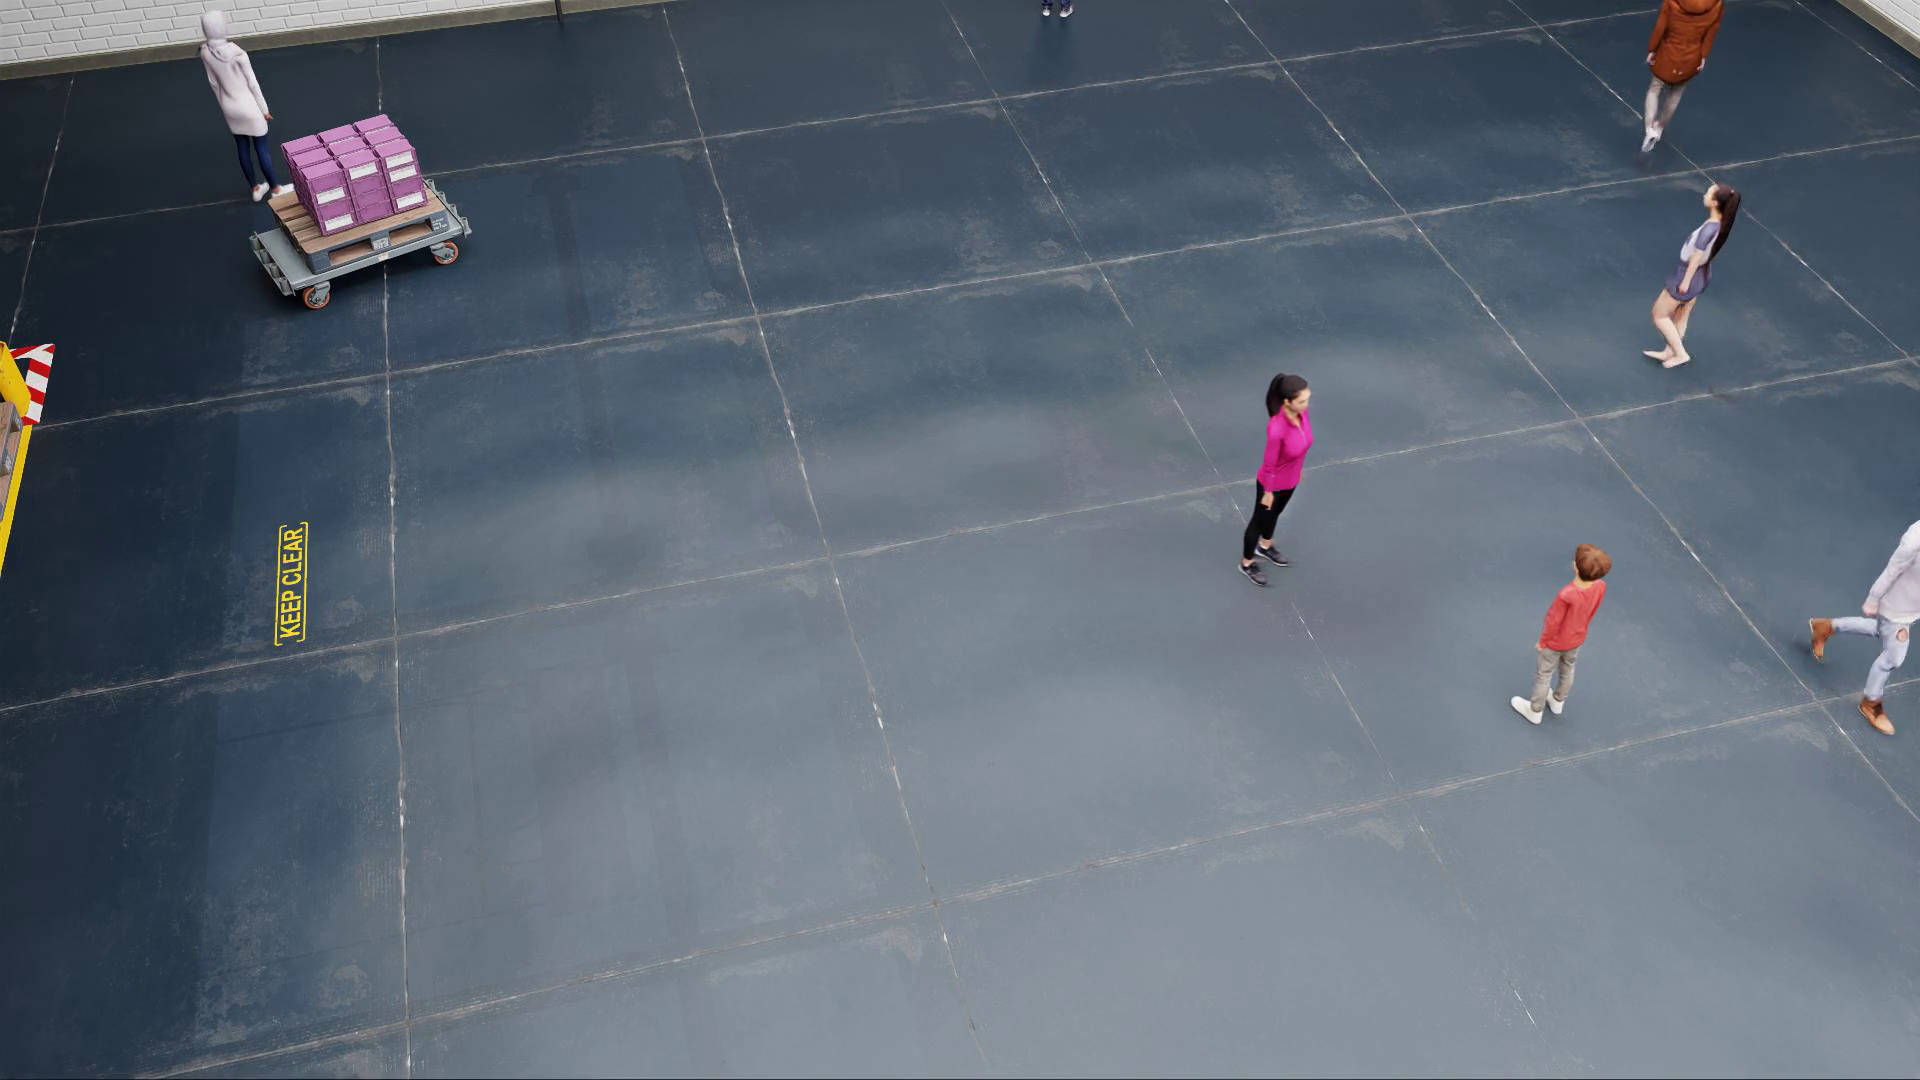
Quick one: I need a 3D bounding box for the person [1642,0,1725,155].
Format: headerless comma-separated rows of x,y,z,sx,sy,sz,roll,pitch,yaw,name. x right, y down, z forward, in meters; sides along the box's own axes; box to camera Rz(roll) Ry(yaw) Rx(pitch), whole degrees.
6.591,-4.404,15.259,1.000,1.820,1.140,11,45,11,person

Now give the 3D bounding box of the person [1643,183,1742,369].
5.728,-1.991,12.856,0.767,1.641,0.731,33,53,30,person

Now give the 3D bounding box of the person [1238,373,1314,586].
2.129,-0.428,11.174,0.722,1.698,0.679,29,51,27,person

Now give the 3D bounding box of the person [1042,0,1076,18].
1.027,-6.264,17.399,0.633,1.561,0.669,13,45,13,person

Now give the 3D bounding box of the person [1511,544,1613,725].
3.756,0.585,10.315,0.544,1.416,0.503,-17,46,-17,person

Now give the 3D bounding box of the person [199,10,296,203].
-6.338,-3.807,14.666,0.698,1.775,0.700,9,44,10,person

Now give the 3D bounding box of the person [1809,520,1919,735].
5.802,0.310,10.317,0.799,1.812,1.149,-17,46,-17,person
